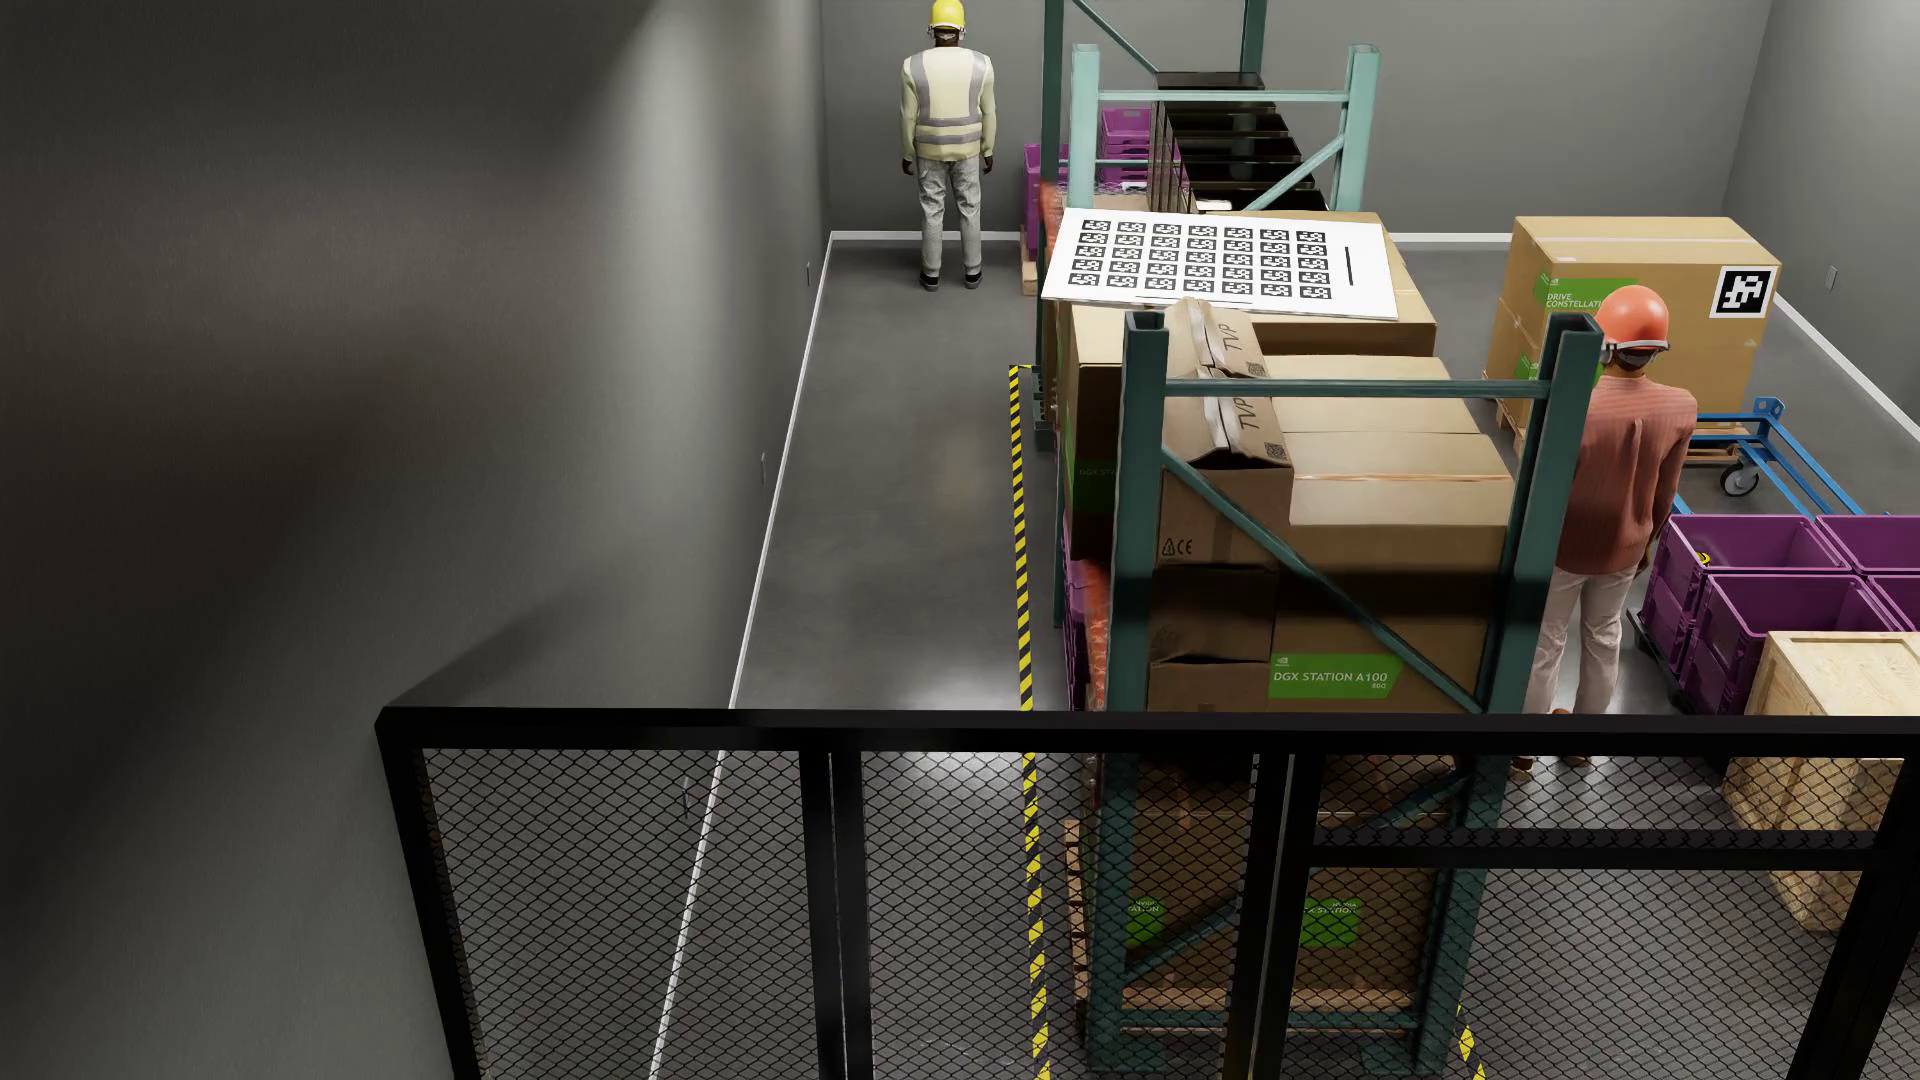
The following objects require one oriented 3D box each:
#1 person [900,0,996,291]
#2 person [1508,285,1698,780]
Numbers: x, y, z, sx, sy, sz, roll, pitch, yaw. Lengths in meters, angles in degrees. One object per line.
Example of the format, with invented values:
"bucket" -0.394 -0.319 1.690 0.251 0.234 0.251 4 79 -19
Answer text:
"person" -0.077 -2.463 10.408 0.599 1.830 0.403 -3 31 -5
"person" 2.309 0.008 6.148 0.612 1.995 0.382 -7 32 -12
